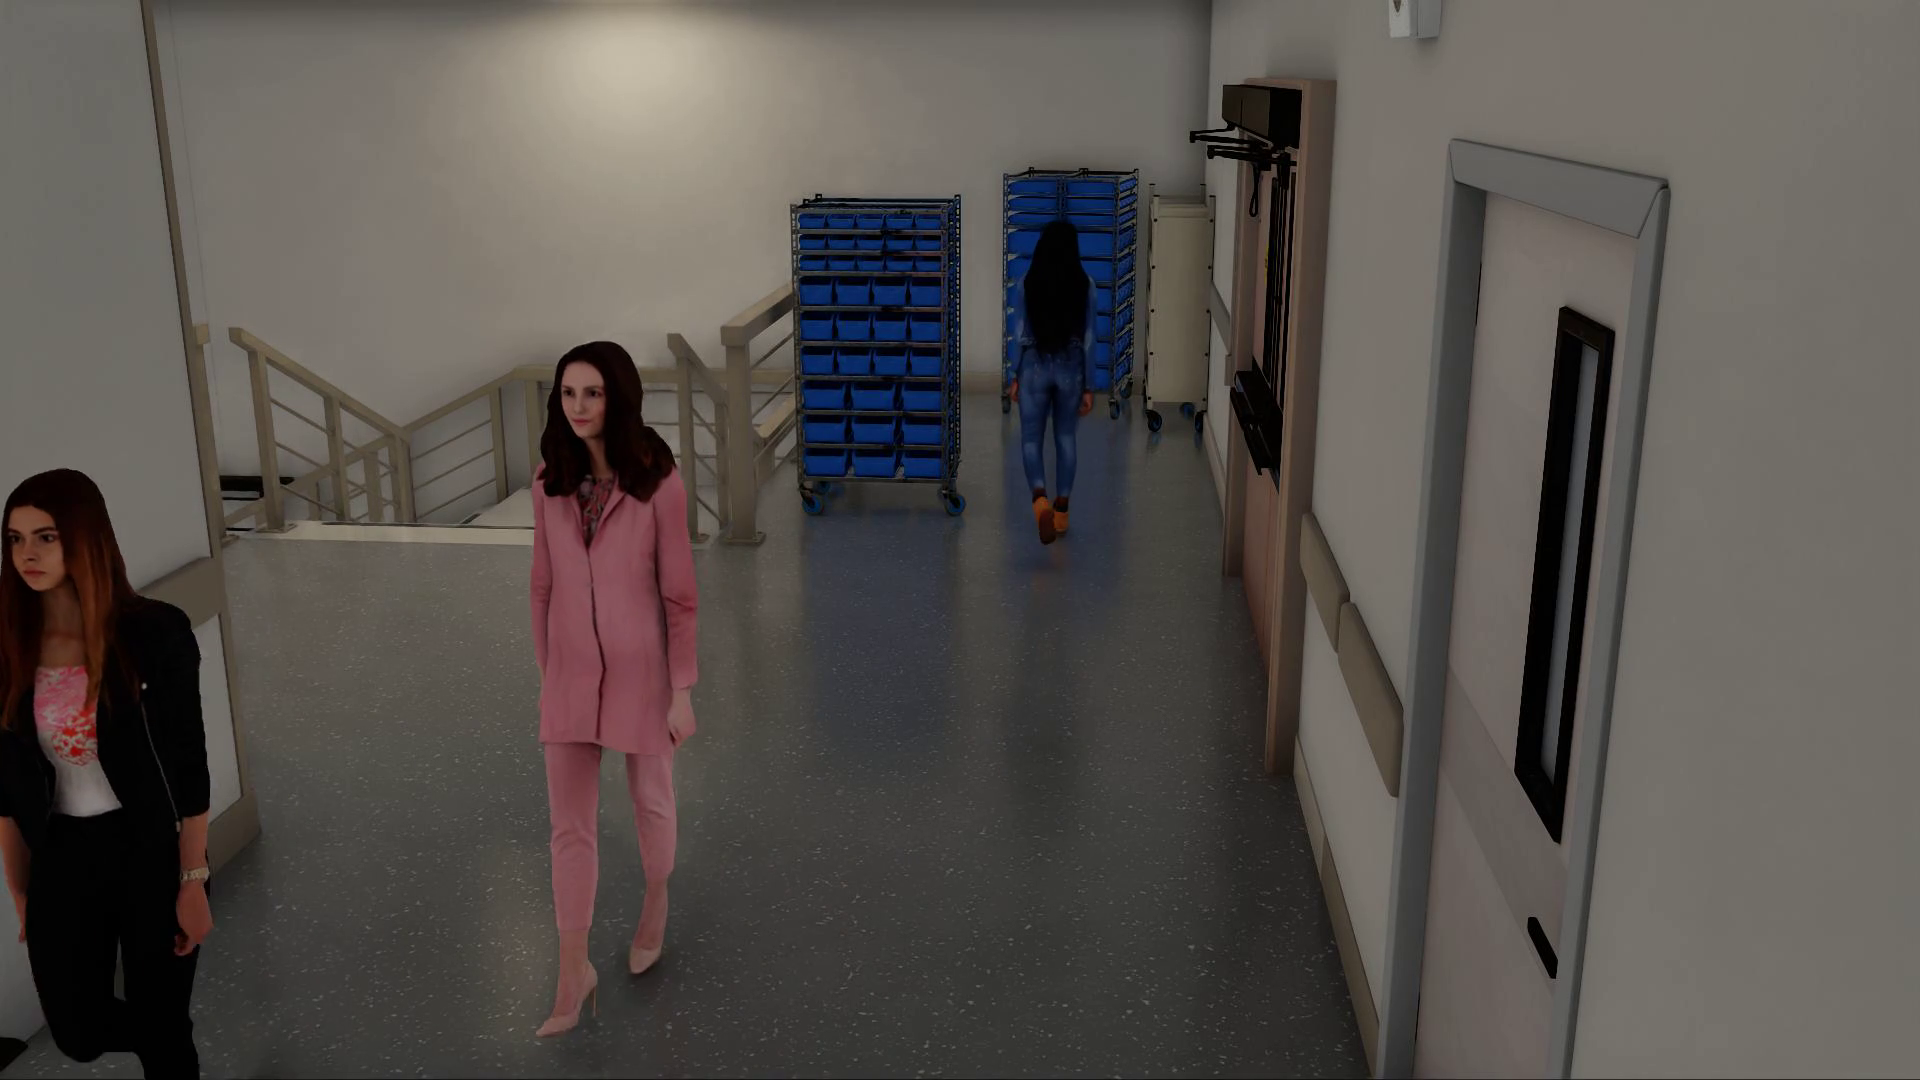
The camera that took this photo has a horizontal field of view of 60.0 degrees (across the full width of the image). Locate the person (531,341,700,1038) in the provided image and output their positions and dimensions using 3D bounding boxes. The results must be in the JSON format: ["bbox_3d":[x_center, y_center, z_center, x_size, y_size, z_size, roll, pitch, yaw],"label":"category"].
[{"bbox_3d":[-0.885,0.352,4.466,0.655,1.777,0.929,2,16,7],"label":"person"}]

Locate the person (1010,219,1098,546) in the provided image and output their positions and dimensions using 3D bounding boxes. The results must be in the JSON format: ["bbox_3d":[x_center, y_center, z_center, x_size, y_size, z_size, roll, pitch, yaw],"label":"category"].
[{"bbox_3d":[0.475,-0.789,8.662,0.649,1.695,1.044,0,16,1],"label":"person"}]

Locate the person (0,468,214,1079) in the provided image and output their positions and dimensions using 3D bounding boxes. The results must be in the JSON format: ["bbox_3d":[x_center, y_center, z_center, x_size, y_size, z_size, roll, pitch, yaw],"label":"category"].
[{"bbox_3d":[-1.732,0.662,3.512,0.691,1.697,0.885,-1,16,-3],"label":"person"}]
